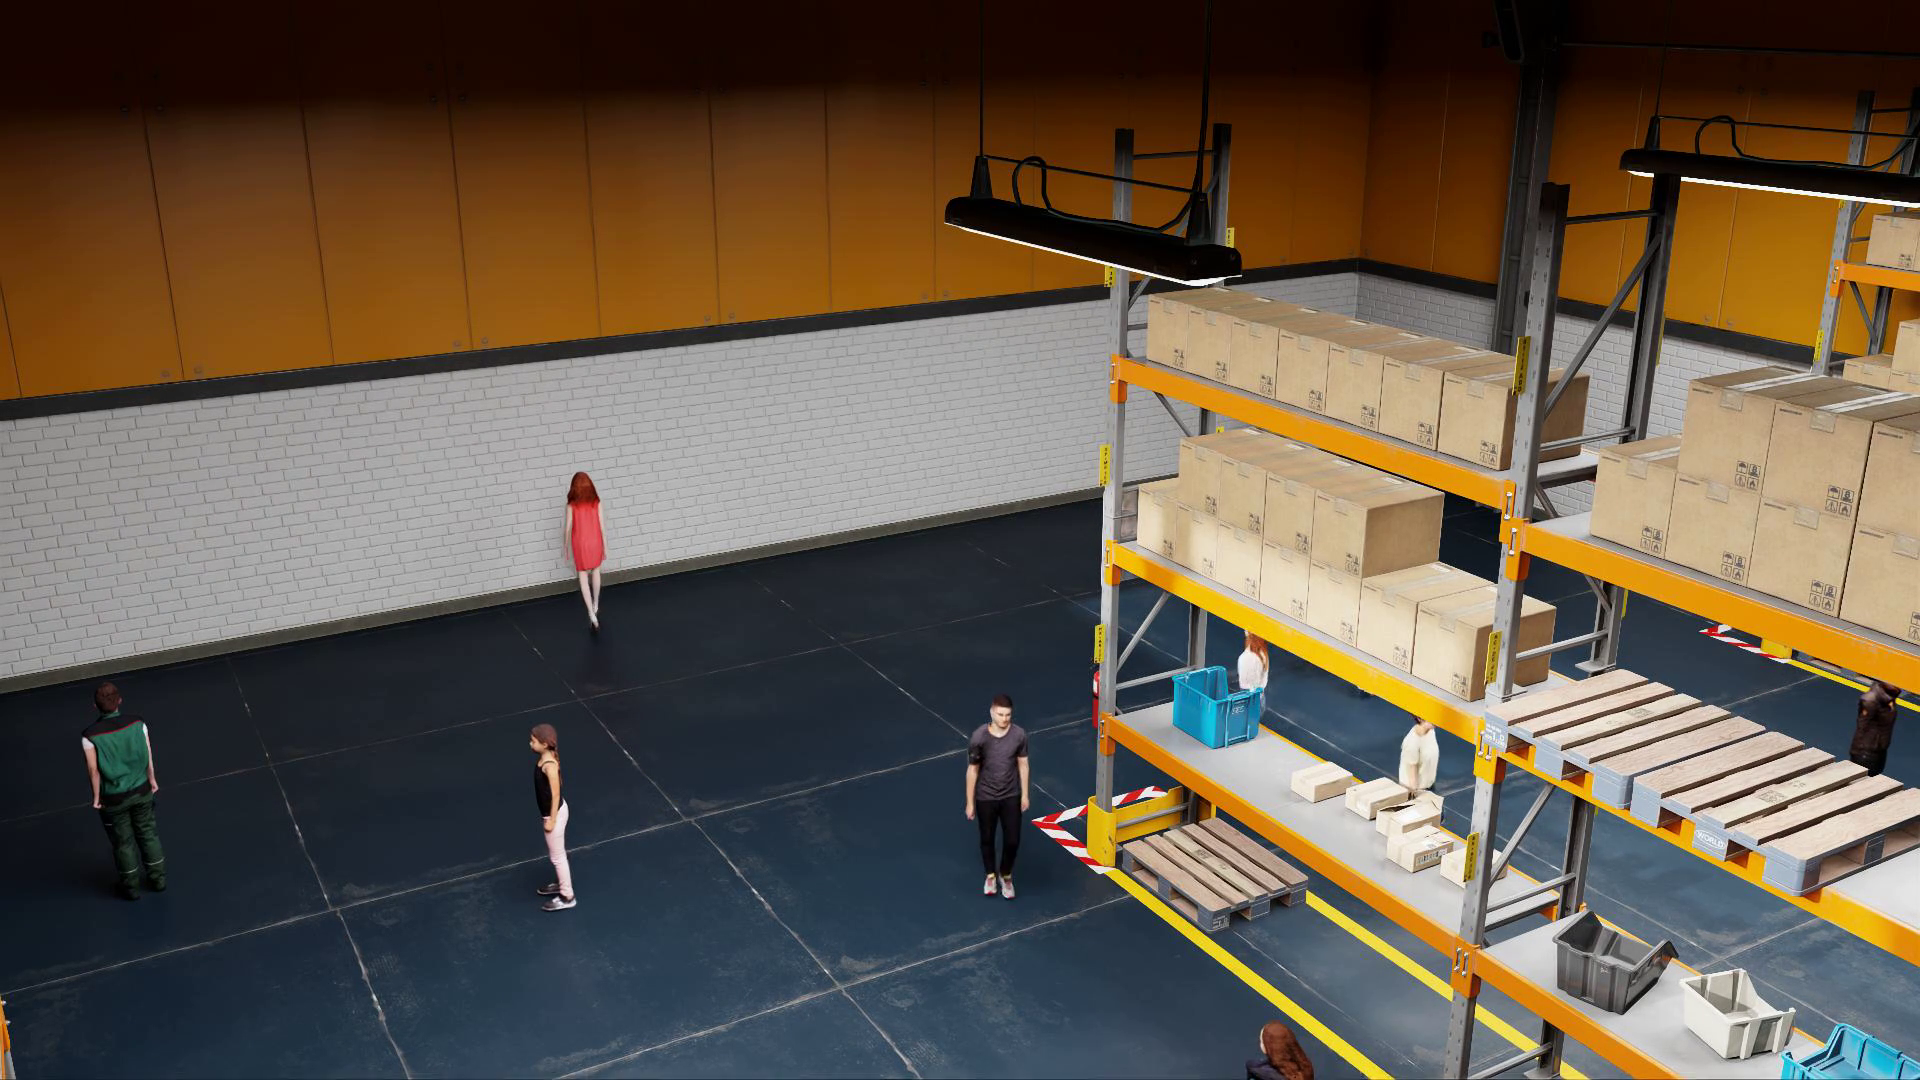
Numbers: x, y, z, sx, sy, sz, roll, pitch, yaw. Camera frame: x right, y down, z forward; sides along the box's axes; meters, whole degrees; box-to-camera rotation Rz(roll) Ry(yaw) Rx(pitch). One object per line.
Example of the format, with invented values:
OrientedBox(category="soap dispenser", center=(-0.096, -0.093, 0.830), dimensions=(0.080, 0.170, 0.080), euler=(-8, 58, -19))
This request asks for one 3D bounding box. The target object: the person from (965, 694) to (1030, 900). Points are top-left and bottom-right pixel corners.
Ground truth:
OrientedBox(category="person", center=(0.302, 2.011, 13.330), dimensions=(0.786, 1.747, 0.793), euler=(-1, 19, -3))

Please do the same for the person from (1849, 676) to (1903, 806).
OrientedBox(category="person", center=(7.735, 1.785, 14.138), dimensions=(0.609, 1.659, 0.664), euler=(-14, 23, -35))

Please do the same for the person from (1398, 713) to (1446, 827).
OrientedBox(category="person", center=(3.681, 2.003, 13.616), dimensions=(0.665, 1.579, 0.669), euler=(17, 25, 40))

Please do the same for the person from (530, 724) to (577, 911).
OrientedBox(category="person", center=(-3.223, 2.167, 13.152), dimensions=(0.635, 1.564, 0.496), euler=(-6, 20, -17))

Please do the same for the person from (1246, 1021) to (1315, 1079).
OrientedBox(category="person", center=(1.819, 3.439, 9.493), dimensions=(0.627, 1.490, 0.672), euler=(-16, 24, -39))

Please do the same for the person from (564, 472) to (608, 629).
OrientedBox(category="person", center=(-4.208, 0.144, 18.787), dimensions=(0.713, 1.802, 0.990), euler=(-7, 20, -21))

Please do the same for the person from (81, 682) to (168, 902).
OrientedBox(category="person", center=(-6.666, 1.988, 13.250), dimensions=(0.698, 1.841, 0.650), euler=(-17, 25, -41))
